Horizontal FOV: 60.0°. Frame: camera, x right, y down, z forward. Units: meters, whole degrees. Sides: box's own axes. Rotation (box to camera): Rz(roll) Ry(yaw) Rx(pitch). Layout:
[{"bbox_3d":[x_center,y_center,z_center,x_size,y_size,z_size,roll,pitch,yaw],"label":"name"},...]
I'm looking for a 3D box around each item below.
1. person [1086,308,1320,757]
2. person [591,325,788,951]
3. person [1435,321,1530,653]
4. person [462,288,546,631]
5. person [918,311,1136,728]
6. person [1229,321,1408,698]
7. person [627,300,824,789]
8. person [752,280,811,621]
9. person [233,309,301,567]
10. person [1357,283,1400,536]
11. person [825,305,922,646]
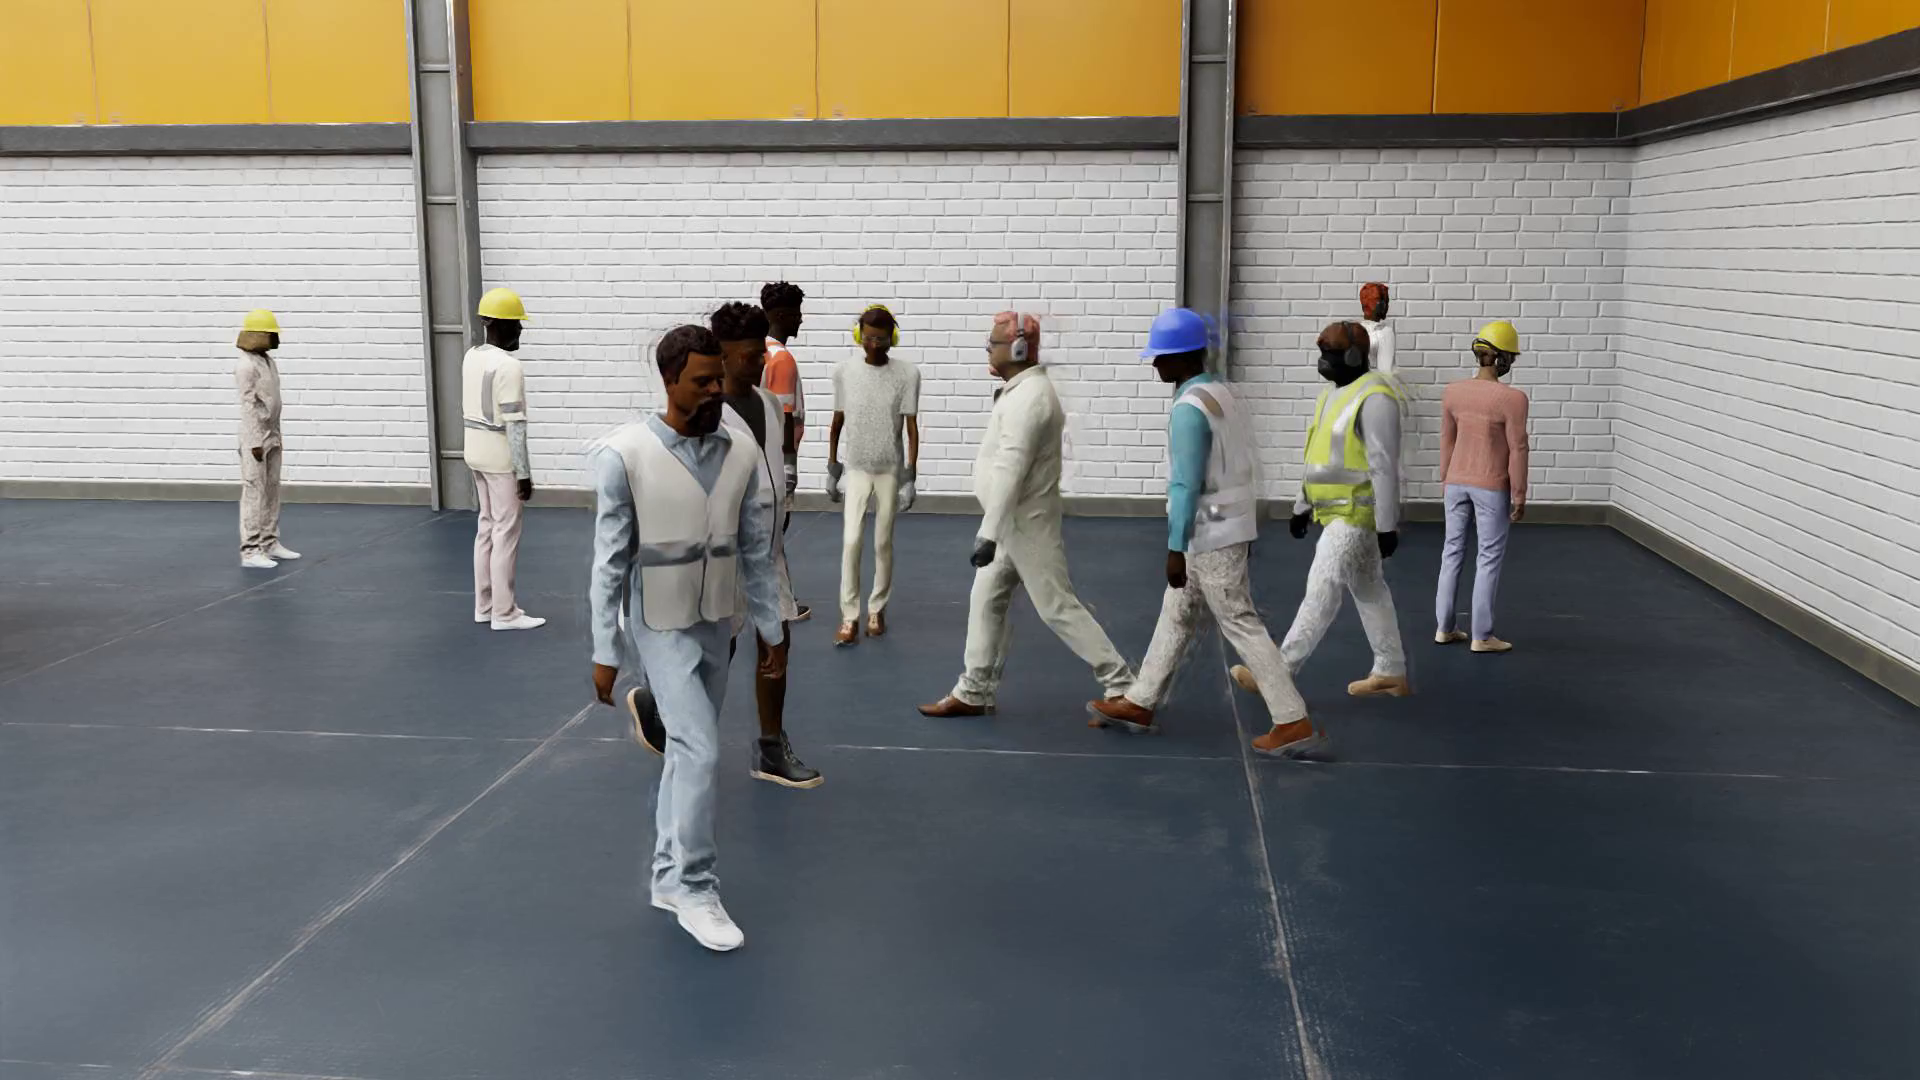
[{"bbox_3d":[1.072,-0.029,7.036,1.027,1.886,0.650,3,10,16],"label":"person"},{"bbox_3d":[-0.767,0.298,5.103,0.693,1.895,0.631,8,13,37],"label":"person"},{"bbox_3d":[2.778,-0.274,8.813,0.339,1.755,0.531,-8,12,-37],"label":"person"},{"bbox_3d":[-2.567,-0.447,9.330,0.391,1.919,0.589,-8,13,-39],"label":"person"},{"bbox_3d":[0.351,-0.085,7.410,0.995,1.871,0.633,0,10,-2],"label":"person"},{"bbox_3d":[1.719,-0.119,7.793,0.949,1.791,0.659,-1,10,-5],"label":"person"},{"bbox_3d":[-0.949,0.014,6.644,0.811,1.939,0.607,6,12,31],"label":"person"},{"bbox_3d":[-1.061,-0.509,9.583,0.388,1.958,0.599,-4,11,-24],"label":"person"},{"bbox_3d":[-4.695,-0.687,11.228,0.340,1.734,0.490,0,10,1],"label":"person"},{"bbox_3d":[3.041,-0.960,12.359,0.354,1.883,0.573,-6,11,-29],"label":"person"},{"bbox_3d":[-0.477,-0.342,8.982,0.551,1.829,0.724,0,10,0],"label":"person"}]
